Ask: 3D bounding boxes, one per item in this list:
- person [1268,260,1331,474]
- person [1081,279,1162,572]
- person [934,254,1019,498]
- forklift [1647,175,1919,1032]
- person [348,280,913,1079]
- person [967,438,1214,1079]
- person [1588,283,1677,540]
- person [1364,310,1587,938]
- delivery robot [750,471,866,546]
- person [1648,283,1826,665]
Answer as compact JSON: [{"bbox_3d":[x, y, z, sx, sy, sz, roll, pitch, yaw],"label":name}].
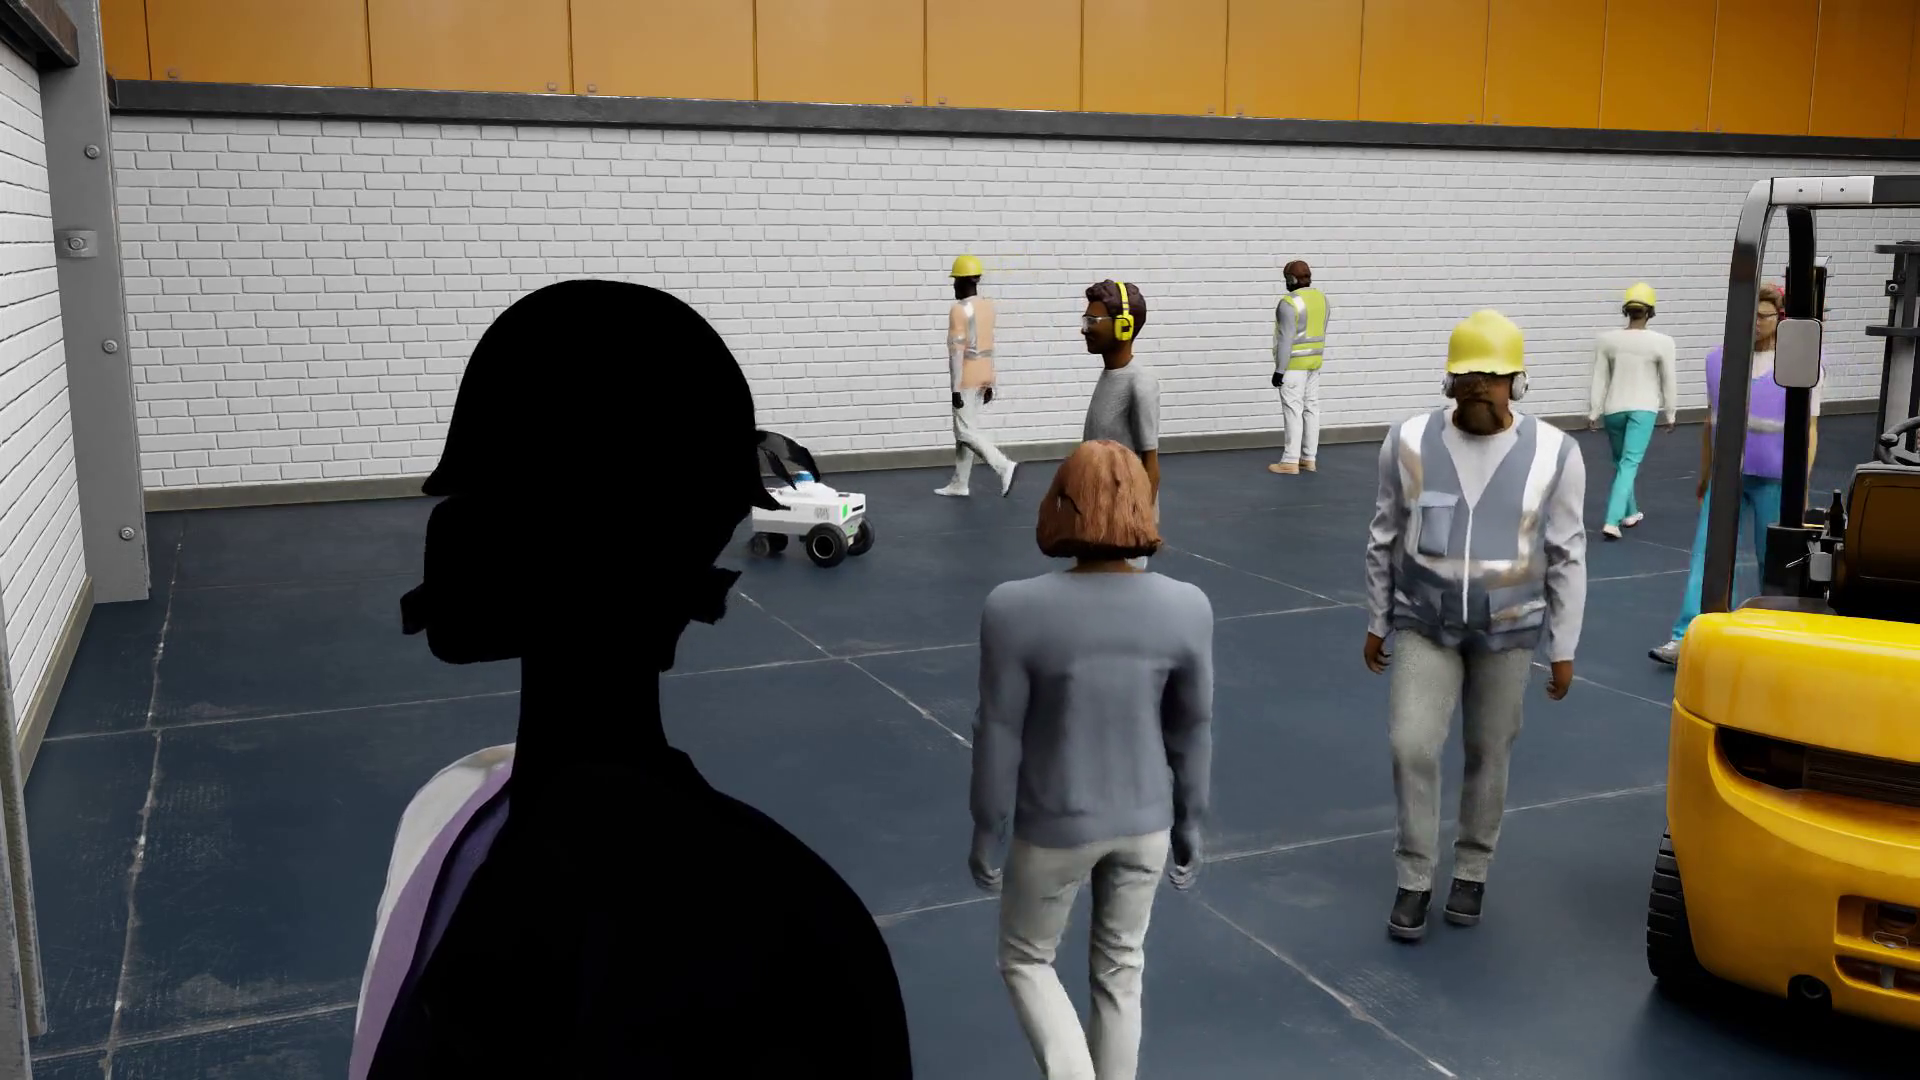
[{"bbox_3d":[2.910,-1.490,14.383,0.619,1.838,0.430,-10,14,-42],"label":"person"},{"bbox_3d":[0.582,-0.039,6.285,0.330,1.874,0.518,-3,11,-14],"label":"person"},{"bbox_3d":[0.133,-1.248,12.860,0.744,1.907,0.591,6,12,30],"label":"person"},{"bbox_3d":[2.810,0.094,4.662,1.214,2.155,2.313,7,12,34],"label":"forklift"},{"bbox_3d":[-0.230,0.817,1.082,0.367,2.048,0.609,-9,14,-40],"label":"person"},{"bbox_3d":[0.281,0.603,3.416,0.514,1.621,0.485,-3,11,-15],"label":"person"},{"bbox_3d":[4.579,-0.880,11.328,0.538,1.715,0.935,9,13,40],"label":"person"},{"bbox_3d":[1.454,0.263,4.759,0.620,1.814,0.610,4,11,19],"label":"person"},{"bbox_3d":[-0.967,-0.193,10.489,0.707,0.478,0.477,3,10,20],"label":"delivery robot"},{"bbox_3d":[3.605,-0.271,7.718,0.826,1.812,0.605,-7,13,-35],"label":"person"}]
